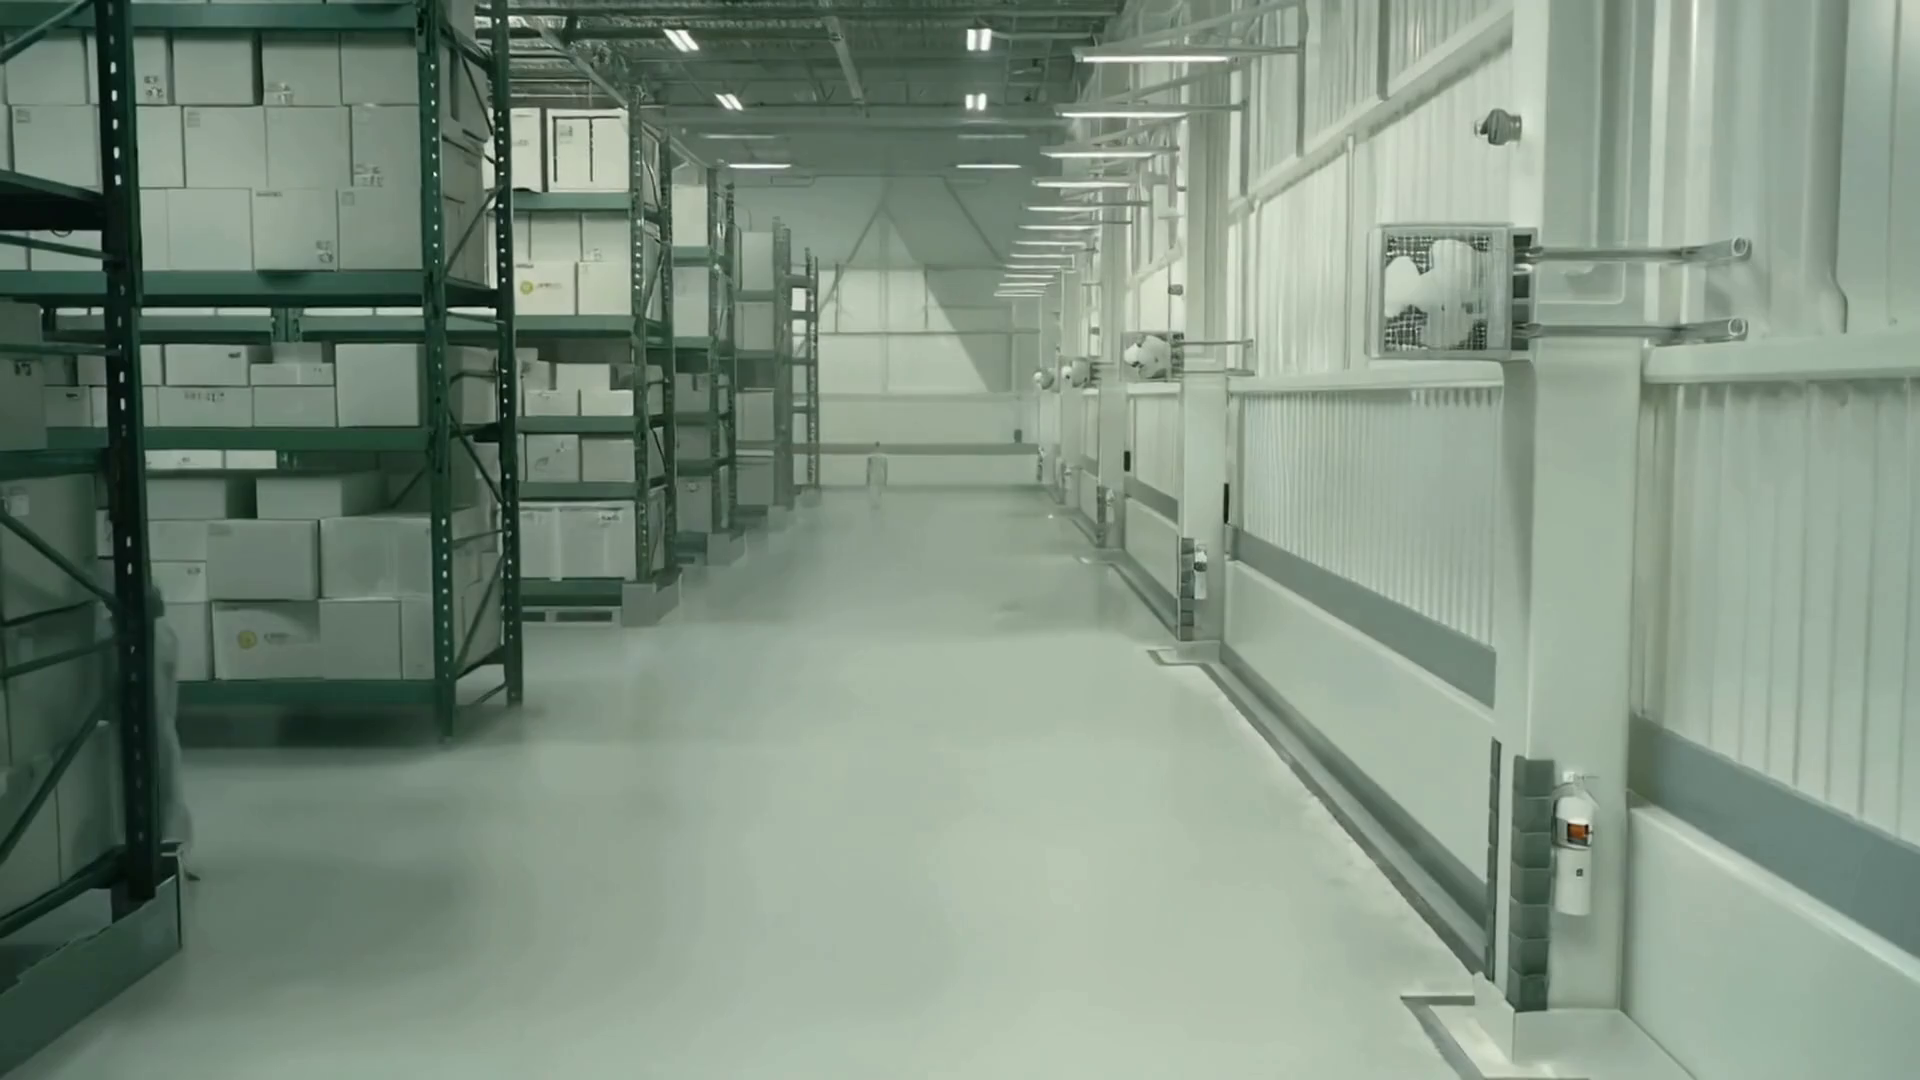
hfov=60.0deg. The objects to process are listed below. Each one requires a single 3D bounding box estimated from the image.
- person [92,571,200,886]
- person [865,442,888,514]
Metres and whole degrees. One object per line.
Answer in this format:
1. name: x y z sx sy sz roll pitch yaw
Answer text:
1. person: -4.490 0.996 9.048 0.857 1.703 0.492 3 6 34
2. person: -1.876 -1.406 37.474 0.544 1.622 0.394 1 5 9
